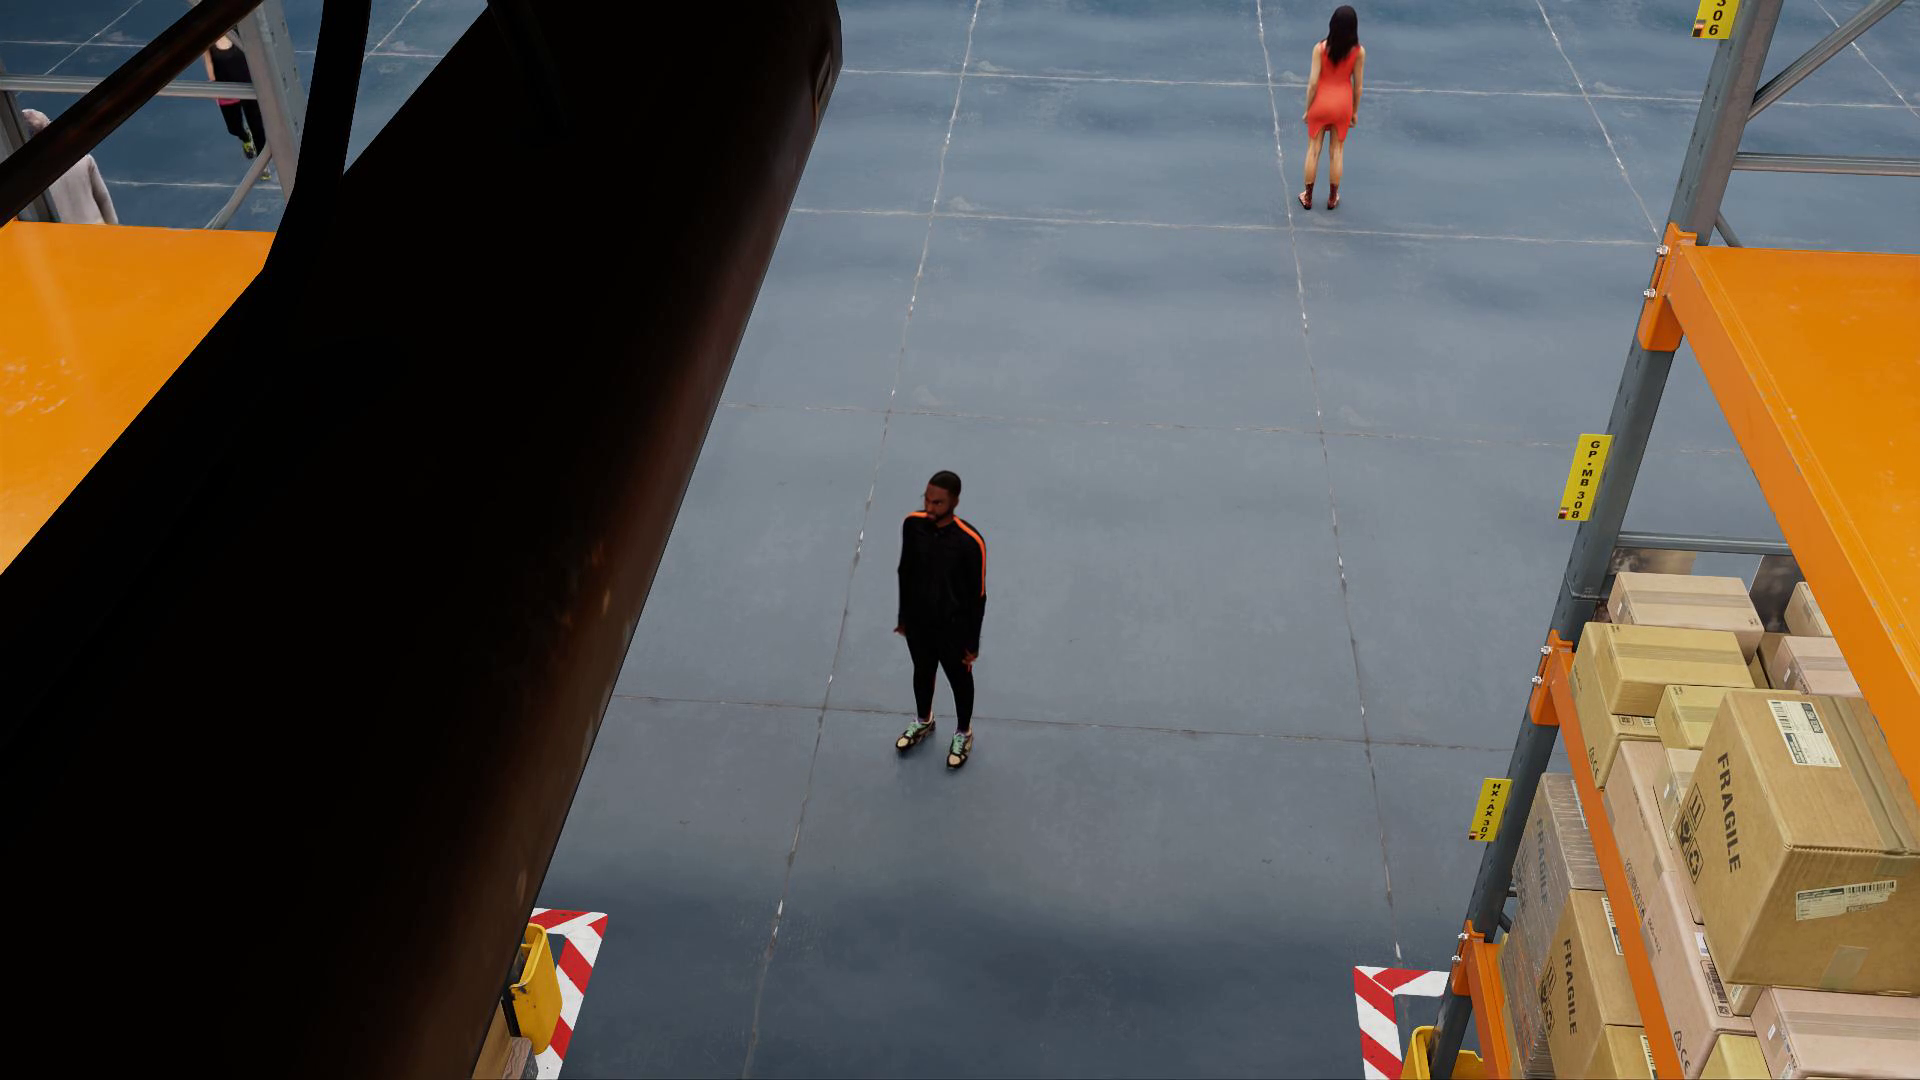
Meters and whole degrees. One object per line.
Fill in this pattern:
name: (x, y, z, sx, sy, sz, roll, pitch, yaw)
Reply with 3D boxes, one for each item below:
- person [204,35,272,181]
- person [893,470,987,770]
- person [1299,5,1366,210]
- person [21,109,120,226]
person: (-6.164, -3.871, 14.193, 0.728, 1.543, 0.848, -13, 40, -16)
person: (-0.093, 0.394, 8.526, 0.698, 1.808, 0.668, 18, 41, 21)
person: (3.035, -3.528, 13.612, 0.589, 1.719, 0.499, 3, 38, 4)
person: (-6.098, -2.040, 11.575, 1.140, 1.886, 1.192, -29, 46, -32)
